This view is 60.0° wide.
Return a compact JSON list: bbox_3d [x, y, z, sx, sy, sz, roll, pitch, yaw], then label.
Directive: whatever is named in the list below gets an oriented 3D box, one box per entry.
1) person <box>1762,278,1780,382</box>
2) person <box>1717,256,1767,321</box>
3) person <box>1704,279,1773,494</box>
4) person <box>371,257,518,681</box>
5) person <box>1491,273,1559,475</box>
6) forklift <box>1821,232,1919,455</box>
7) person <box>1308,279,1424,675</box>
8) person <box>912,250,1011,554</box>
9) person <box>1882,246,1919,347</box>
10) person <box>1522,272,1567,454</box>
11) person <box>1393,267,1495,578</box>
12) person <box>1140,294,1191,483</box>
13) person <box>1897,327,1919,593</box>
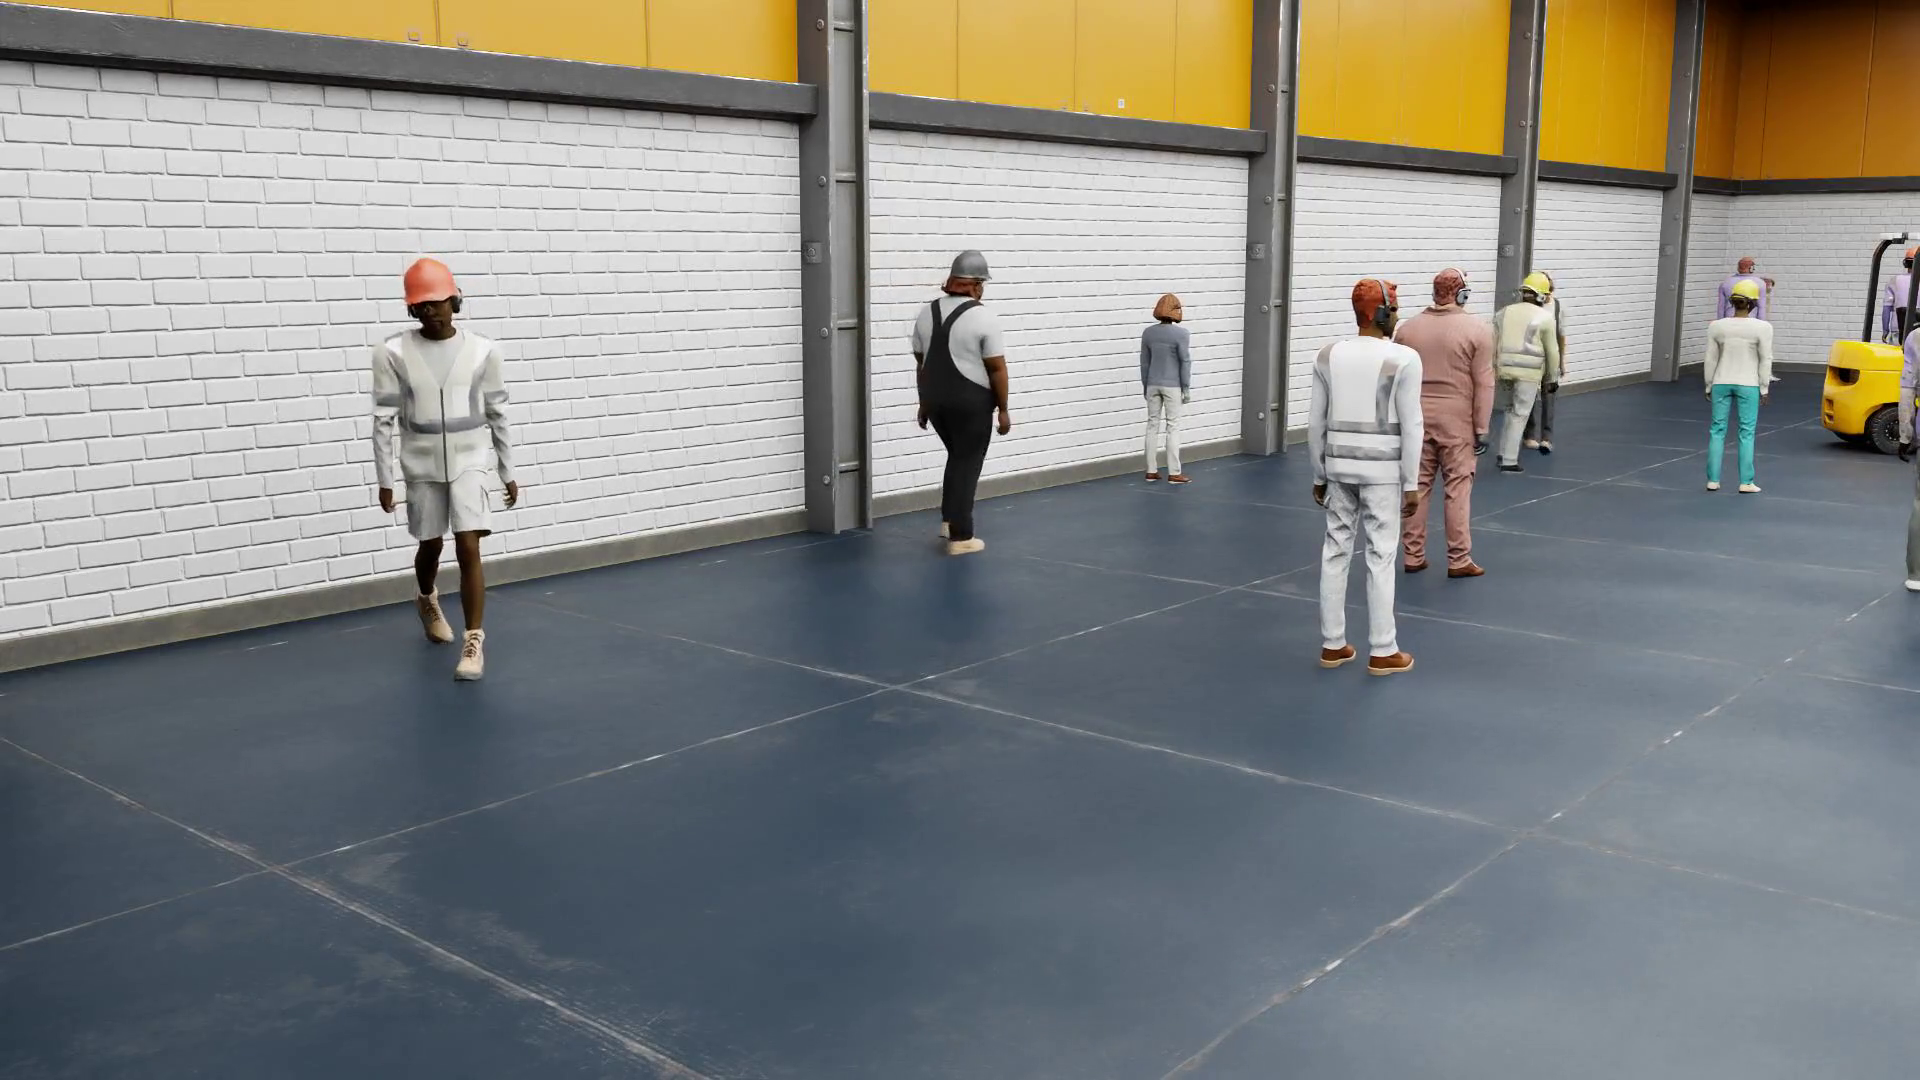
[{"bbox_3d":[12.104,-3.212,25.419,0.544,1.580,0.882,-7,12,-36],"label":"person"},{"bbox_3d":[10.993,-3.022,23.388,0.643,1.910,0.399,9,13,42],"label":"person"},{"bbox_3d":[6.452,-1.270,13.817,0.526,1.769,0.329,9,13,42],"label":"person"},{"bbox_3d":[-2.508,-0.374,8.110,0.660,1.995,0.995,-3,10,-18],"label":"person"},{"bbox_3d":[5.066,-1.482,14.921,0.562,1.803,0.607,-6,12,-32],"label":"person"},{"bbox_3d":[9.955,-1.972,16.595,2.313,2.155,1.214,1,10,8],"label":"forklift"},{"bbox_3d":[1.936,-0.298,7.953,0.575,1.882,0.360,9,13,42],"label":"person"},{"bbox_3d":[0.061,-0.935,11.126,0.699,2.000,0.604,9,14,42],"label":"person"},{"bbox_3d":[12.005,-2.680,21.052,0.609,2.044,0.394,9,13,42],"label":"person"},{"bbox_3d":[5.752,-1.748,16.471,0.564,1.783,0.917,2,10,9],"label":"person"},{"bbox_3d":[2.999,-0.722,10.297,0.643,1.910,0.399,9,13,42],"label":"person"},{"bbox_3d":[1.783,-1.308,14.406,0.501,1.633,0.285,9,13,42],"label":"person"},{"bbox_3d":[5.802,-0.631,9.716,0.589,1.928,0.386,9,13,42],"label":"person"}]
